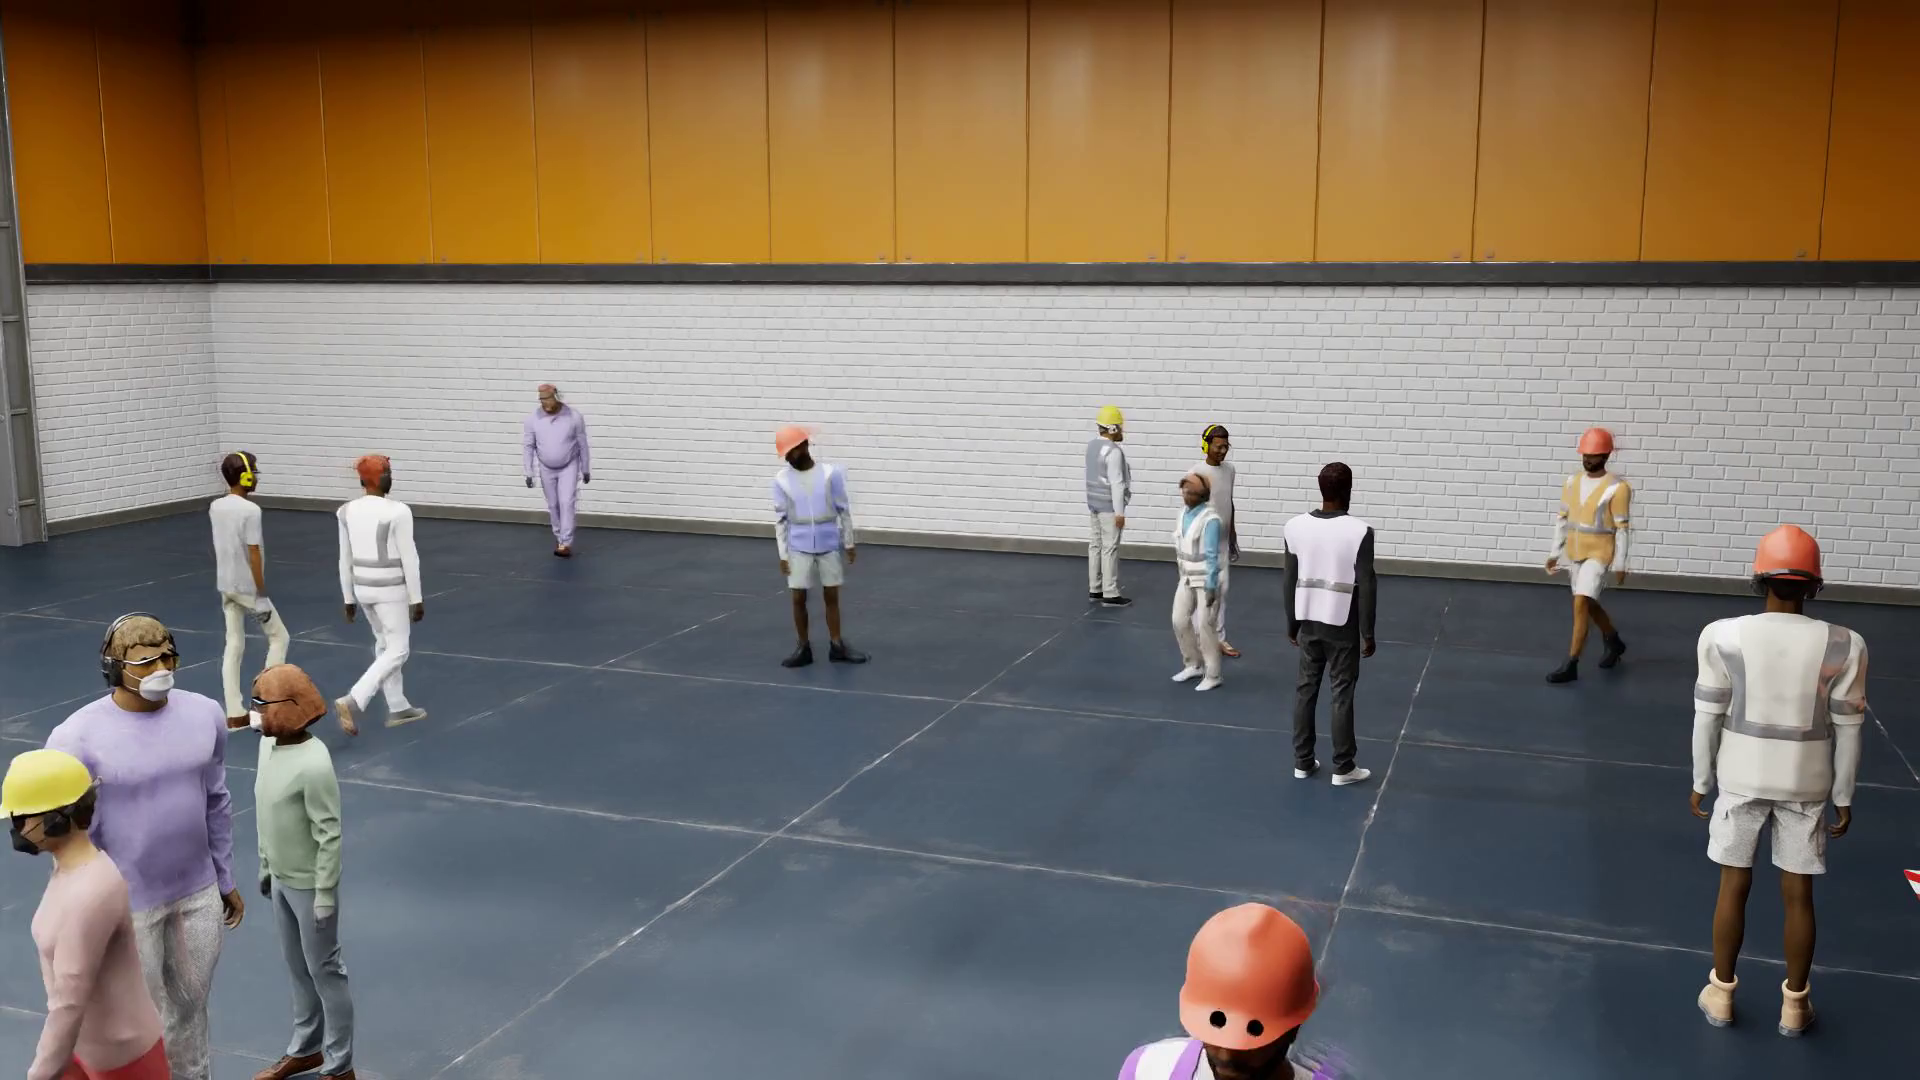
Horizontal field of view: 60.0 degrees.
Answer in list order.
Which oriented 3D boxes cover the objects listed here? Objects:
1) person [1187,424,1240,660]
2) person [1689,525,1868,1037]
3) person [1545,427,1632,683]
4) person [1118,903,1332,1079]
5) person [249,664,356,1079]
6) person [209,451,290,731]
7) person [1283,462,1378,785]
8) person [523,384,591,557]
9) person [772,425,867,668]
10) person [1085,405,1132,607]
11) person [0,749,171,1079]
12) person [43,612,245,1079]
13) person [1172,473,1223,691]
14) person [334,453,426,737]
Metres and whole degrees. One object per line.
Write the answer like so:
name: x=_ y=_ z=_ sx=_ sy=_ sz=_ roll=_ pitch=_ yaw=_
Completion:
person: x=1.988 y=0.016 z=13.049 sx=0.535 sy=1.855 sz=0.338 roll=-7 pitch=11 yaw=-37
person: x=3.231 y=0.955 z=6.623 sx=0.608 sy=2.048 sz=0.369 roll=4 pitch=10 yaw=22
person: x=4.768 y=0.090 z=12.469 sx=0.960 sy=1.900 sz=0.545 roll=-5 pitch=10 yaw=-28
person: x=0.513 y=1.582 z=3.108 sx=0.566 sy=1.922 sz=0.439 roll=5 pitch=11 yaw=29
person: x=-2.417 y=1.250 z=6.071 sx=0.499 sy=1.634 sz=0.285 roll=9 pitch=13 yaw=44
person: x=-4.692 y=0.328 z=11.101 sx=0.554 sy=1.853 sz=0.642 roll=5 pitch=10 yaw=29
person: x=2.190 y=0.494 z=9.878 sx=0.587 sy=1.920 sz=0.391 roll=8 pitch=12 yaw=39
person: x=-4.300 y=-0.739 z=17.738 sx=0.671 sy=1.857 sz=0.976 roll=0 pitch=9 yaw=-1
person: x=-1.055 y=0.062 z=12.708 sx=0.727 sy=1.892 sz=0.378 roll=-1 pitch=9 yaw=-7
person: x=1.358 y=-0.309 z=15.152 sx=0.403 sy=1.829 sz=0.610 roll=-4 pitch=10 yaw=-21
person: x=-2.495 y=1.438 z=4.650 sx=0.913 sy=1.716 sz=0.542 roll=-7 pitch=12 yaw=-39
person: x=-2.657 y=1.190 z=5.502 sx=0.372 sy=1.940 sz=0.631 roll=5 pitch=10 yaw=28
person: x=1.735 y=0.306 z=12.004 sx=0.429 sy=1.613 sz=0.535 roll=-5 pitch=10 yaw=-27
person: x=-3.825 y=0.364 z=10.877 sx=0.582 sy=1.863 sz=0.793 roll=4 pitch=10 yaw=26
